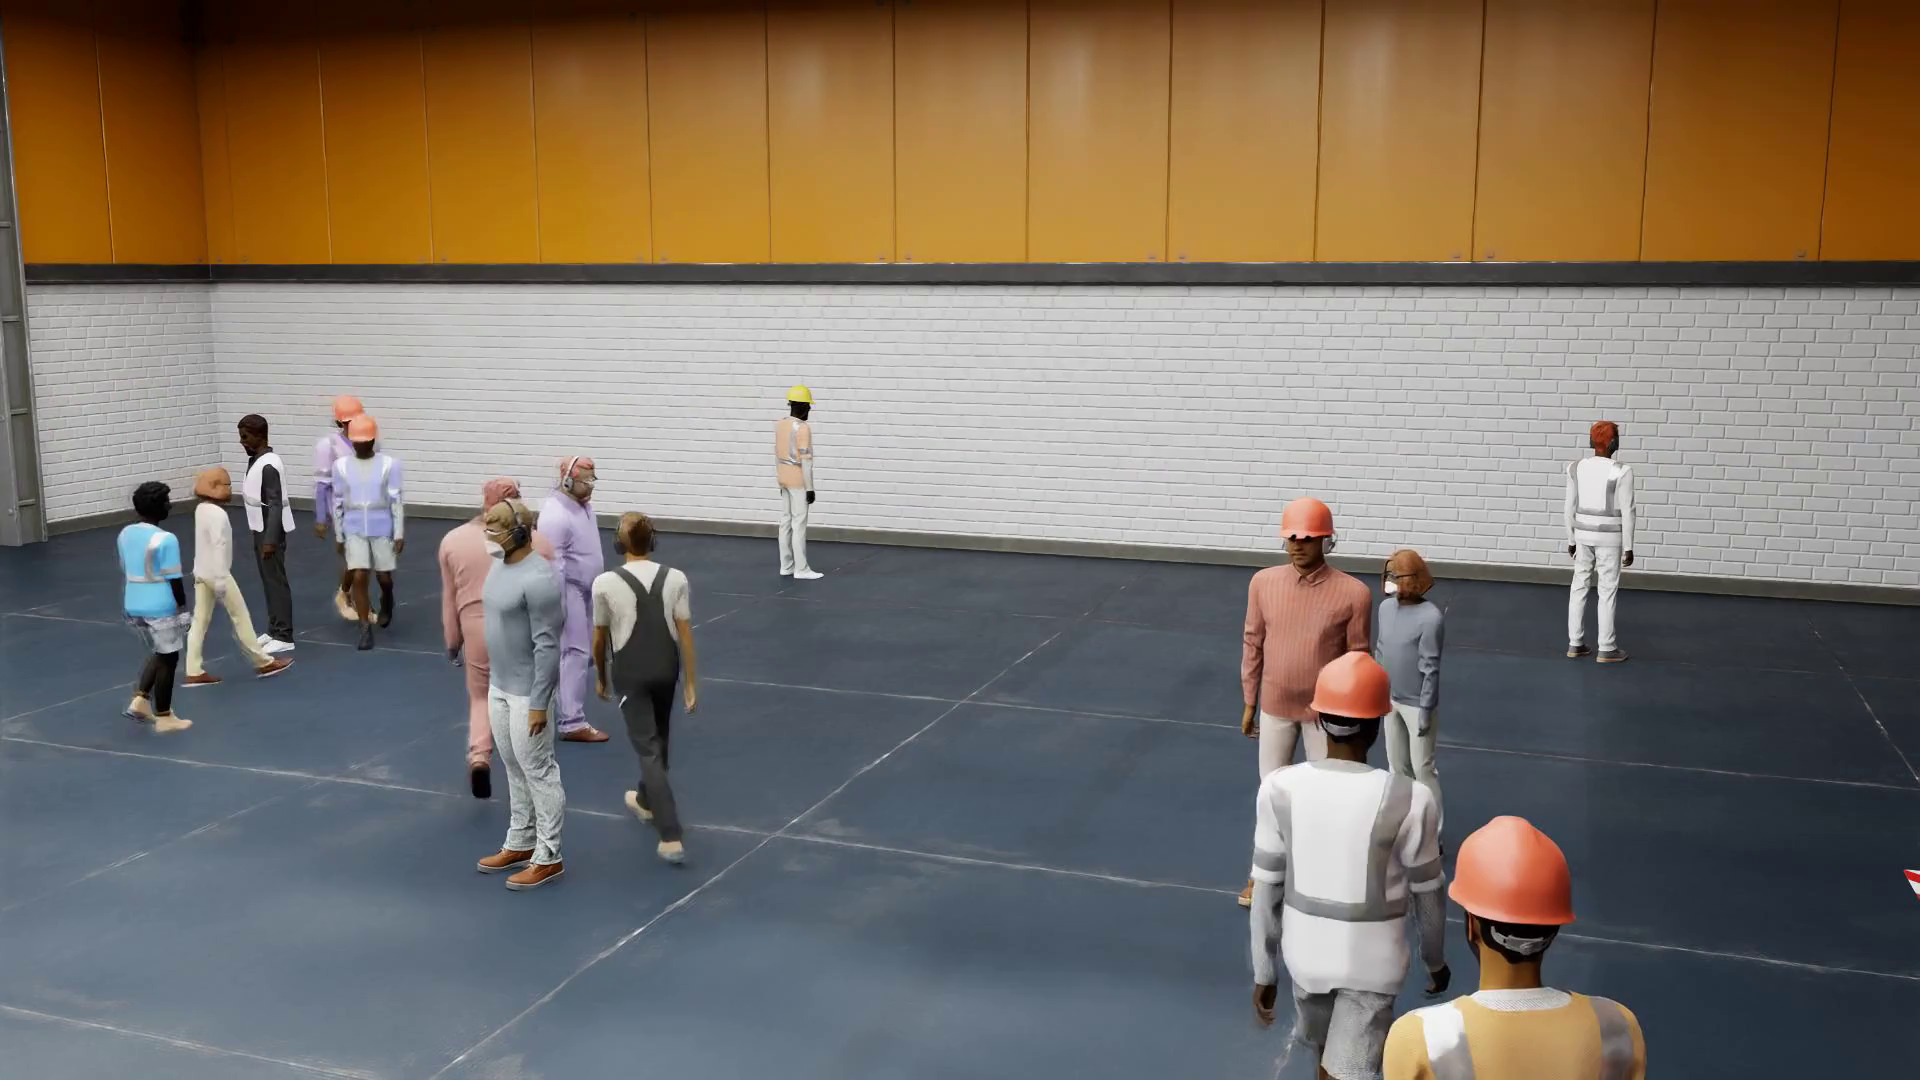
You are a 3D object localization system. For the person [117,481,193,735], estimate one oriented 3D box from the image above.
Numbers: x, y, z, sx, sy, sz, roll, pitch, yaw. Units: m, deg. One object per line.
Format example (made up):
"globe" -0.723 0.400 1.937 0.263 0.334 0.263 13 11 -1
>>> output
"person" -5.242 0.448 10.893 0.546 1.680 0.372 6 11 32

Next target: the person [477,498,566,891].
"person" -2.179 0.750 8.238 0.373 1.938 0.630 -7 12 -39

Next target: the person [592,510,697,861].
"person" -1.665 0.739 8.778 0.499 1.790 0.987 -6 11 -32

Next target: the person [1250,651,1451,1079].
"person" 1.203 1.276 5.151 0.545 1.881 1.012 6 11 34

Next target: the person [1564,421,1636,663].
"person" 4.993 0.013 12.977 0.355 1.884 0.575 -7 12 -38

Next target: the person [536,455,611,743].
"person" -2.582 0.378 10.727 0.580 1.875 0.672 0 9 2

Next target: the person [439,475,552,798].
"person" -2.622 0.582 9.461 0.678 1.876 0.553 0 9 -2

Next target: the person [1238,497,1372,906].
"person" 1.618 0.783 7.850 0.613 1.995 0.390 5 10 28

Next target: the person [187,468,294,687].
"person" -5.383 0.260 12.291 0.801 1.593 0.526 -8 12 -42

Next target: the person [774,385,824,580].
"person" -1.613 -0.570 16.477 0.383 1.922 0.587 -6 11 -34

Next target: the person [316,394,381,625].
"person" -5.135 -0.234 14.111 0.443 2.009 0.697 5 10 27

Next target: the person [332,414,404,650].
"person" -4.818 -0.096 13.587 0.549 1.908 0.741 -2 9 -12

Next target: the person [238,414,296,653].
"person" -5.536 -0.055 13.304 0.392 1.914 0.587 -6 11 -31

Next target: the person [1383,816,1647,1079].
"person" 1.103 1.521 3.450 0.549 1.936 0.376 -1 9 -8

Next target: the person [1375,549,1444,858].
"person" 2.313 0.848 8.605 0.301 1.625 0.498 -4 10 -22
